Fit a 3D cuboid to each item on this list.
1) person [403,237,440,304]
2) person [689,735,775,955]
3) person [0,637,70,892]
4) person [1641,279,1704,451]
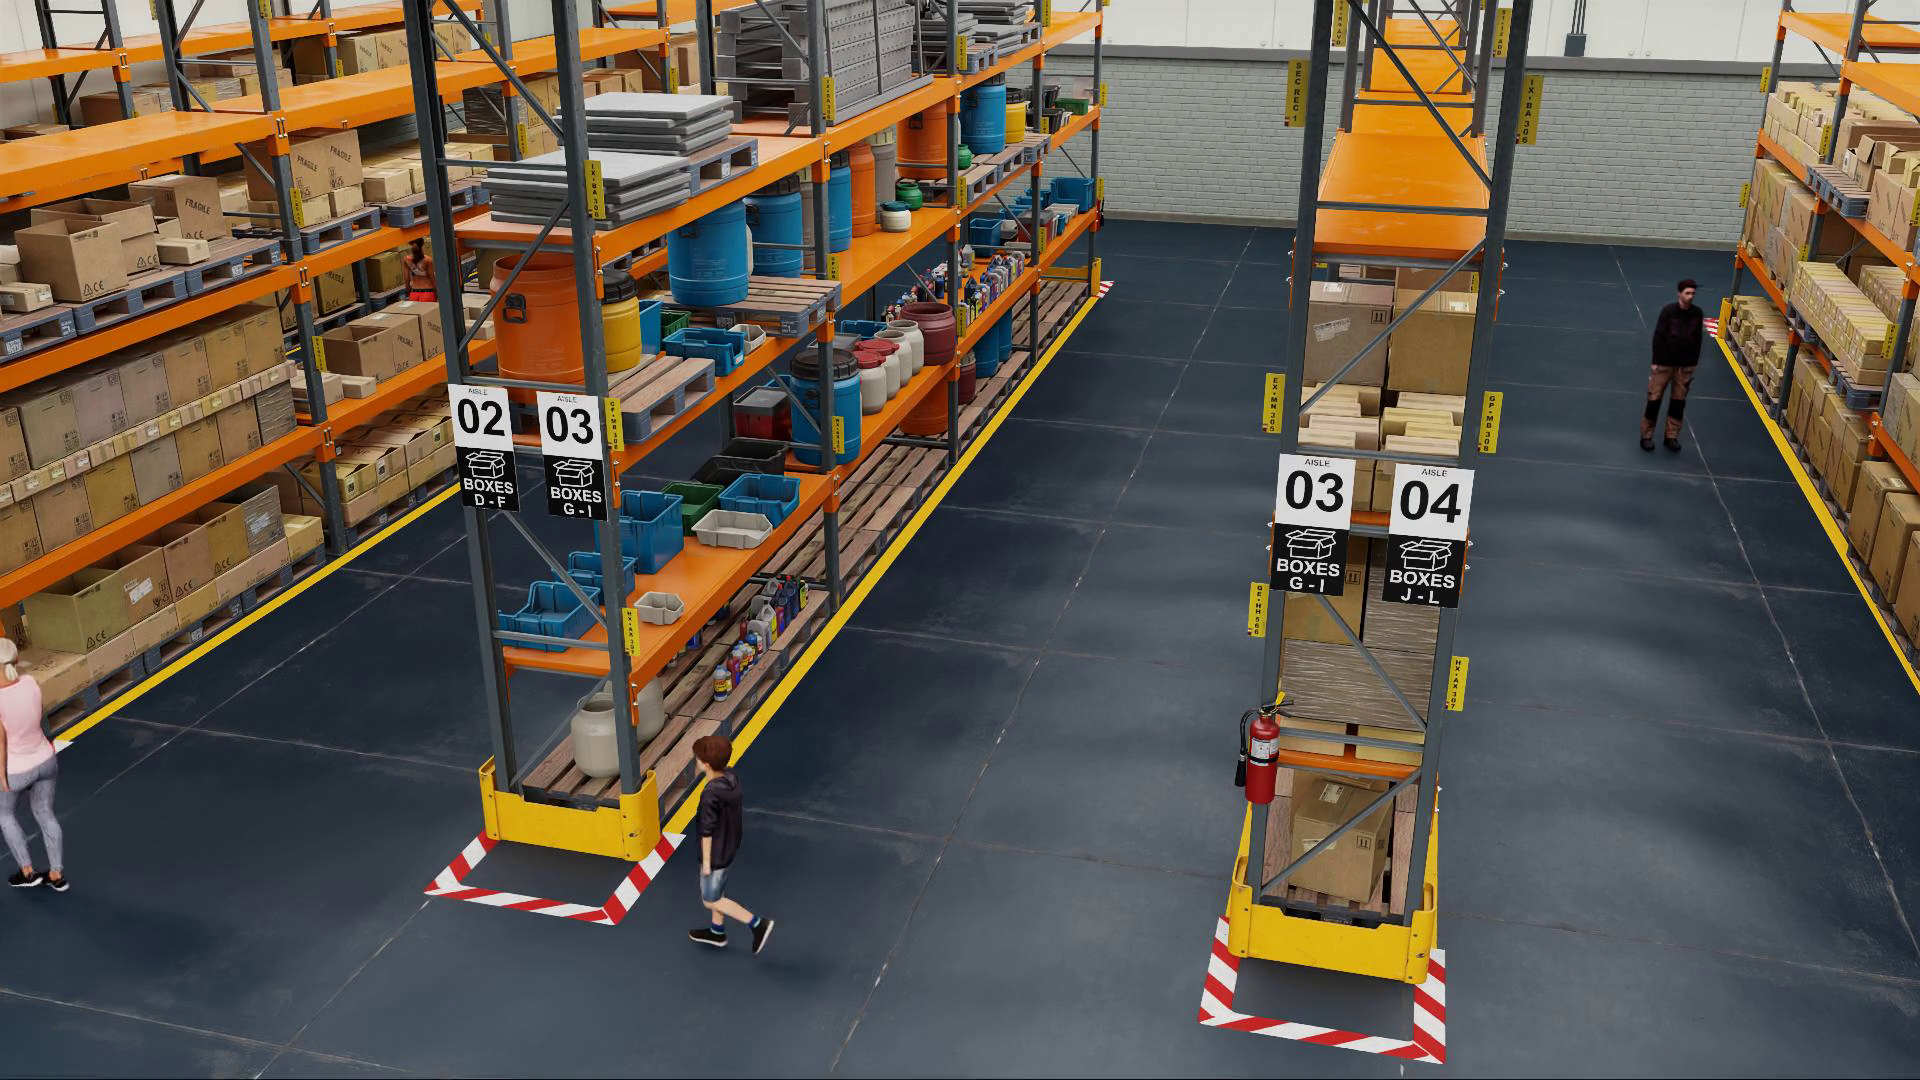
[{"bbox_3d":[-6.849,-3.049,21.223,0.610,1.791,0.593,3,22,7],"label":"person"},{"bbox_3d":[-1.377,1.821,9.791,0.602,1.431,0.727,5,23,13],"label":"person"},{"bbox_3d":[-5.763,1.437,10.371,0.685,1.703,0.619,11,25,25],"label":"person"},{"bbox_3d":[7.855,-1.936,18.326,0.752,1.923,0.673,1,22,4],"label":"person"}]
